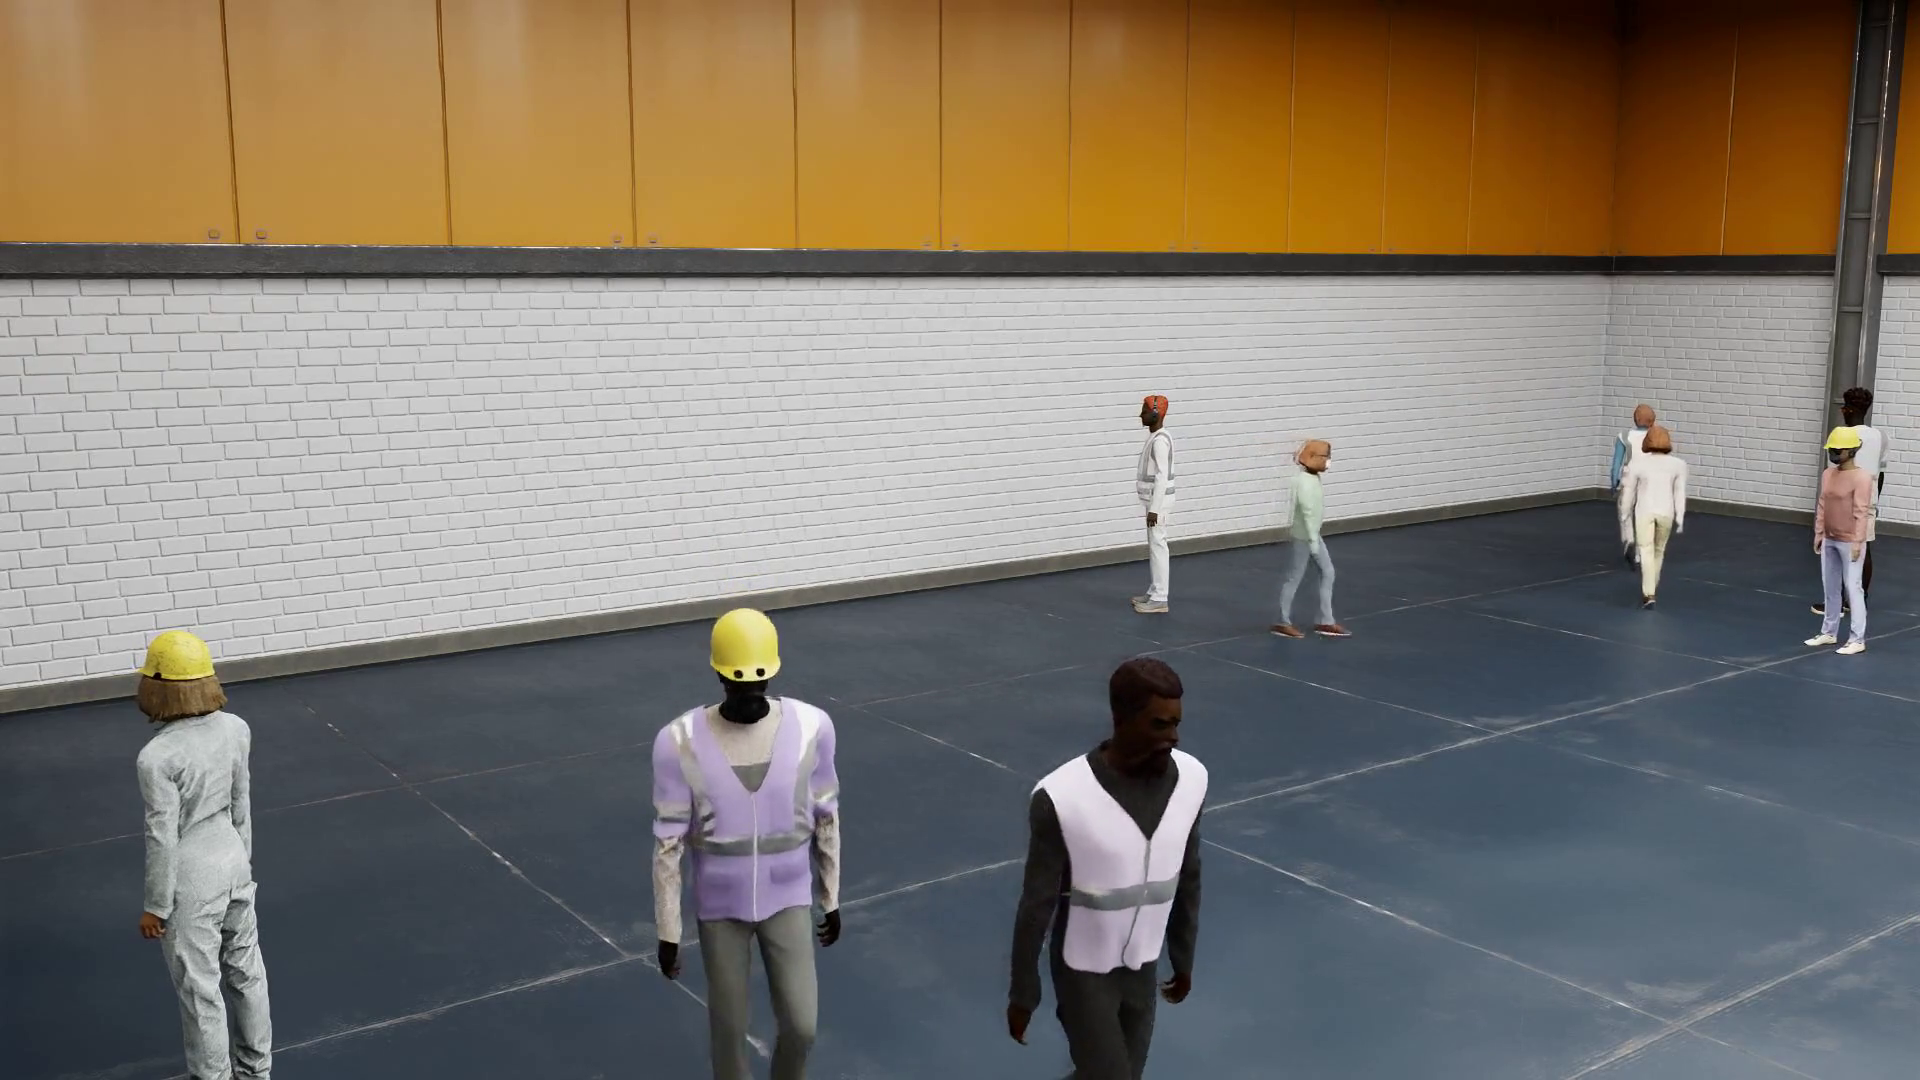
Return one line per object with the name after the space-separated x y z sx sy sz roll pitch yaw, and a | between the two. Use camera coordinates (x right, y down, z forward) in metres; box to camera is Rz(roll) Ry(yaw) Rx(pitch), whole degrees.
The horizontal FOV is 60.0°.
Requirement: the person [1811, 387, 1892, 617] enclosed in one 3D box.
7.596 -0.321 14.190 0.603 1.967 0.367 -3 10 -16 | person

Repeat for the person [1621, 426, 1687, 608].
6.131 -0.211 14.692 0.506 1.587 0.873 2 9 10 | person

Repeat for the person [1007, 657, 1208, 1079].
0.393 1.225 4.950 0.640 1.881 0.787 -6 11 -34 | person

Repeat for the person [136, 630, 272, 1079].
-2.622 1.167 5.704 0.296 1.744 0.484 2 9 14 | person

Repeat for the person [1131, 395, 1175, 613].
1.682 -0.313 14.404 0.356 1.883 0.573 1 9 4 | person

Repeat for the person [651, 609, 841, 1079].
-0.667 1.151 5.284 0.606 1.909 0.443 -2 9 -12 | person

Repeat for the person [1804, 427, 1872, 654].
6.808 0.000 12.868 0.362 1.757 0.522 -2 9 -10 | person

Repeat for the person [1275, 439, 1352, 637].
2.868 0.001 13.290 0.722 1.600 0.520 4 10 23 | person

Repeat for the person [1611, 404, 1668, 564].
6.774 -0.540 16.580 0.528 1.622 0.496 3 10 16 | person
